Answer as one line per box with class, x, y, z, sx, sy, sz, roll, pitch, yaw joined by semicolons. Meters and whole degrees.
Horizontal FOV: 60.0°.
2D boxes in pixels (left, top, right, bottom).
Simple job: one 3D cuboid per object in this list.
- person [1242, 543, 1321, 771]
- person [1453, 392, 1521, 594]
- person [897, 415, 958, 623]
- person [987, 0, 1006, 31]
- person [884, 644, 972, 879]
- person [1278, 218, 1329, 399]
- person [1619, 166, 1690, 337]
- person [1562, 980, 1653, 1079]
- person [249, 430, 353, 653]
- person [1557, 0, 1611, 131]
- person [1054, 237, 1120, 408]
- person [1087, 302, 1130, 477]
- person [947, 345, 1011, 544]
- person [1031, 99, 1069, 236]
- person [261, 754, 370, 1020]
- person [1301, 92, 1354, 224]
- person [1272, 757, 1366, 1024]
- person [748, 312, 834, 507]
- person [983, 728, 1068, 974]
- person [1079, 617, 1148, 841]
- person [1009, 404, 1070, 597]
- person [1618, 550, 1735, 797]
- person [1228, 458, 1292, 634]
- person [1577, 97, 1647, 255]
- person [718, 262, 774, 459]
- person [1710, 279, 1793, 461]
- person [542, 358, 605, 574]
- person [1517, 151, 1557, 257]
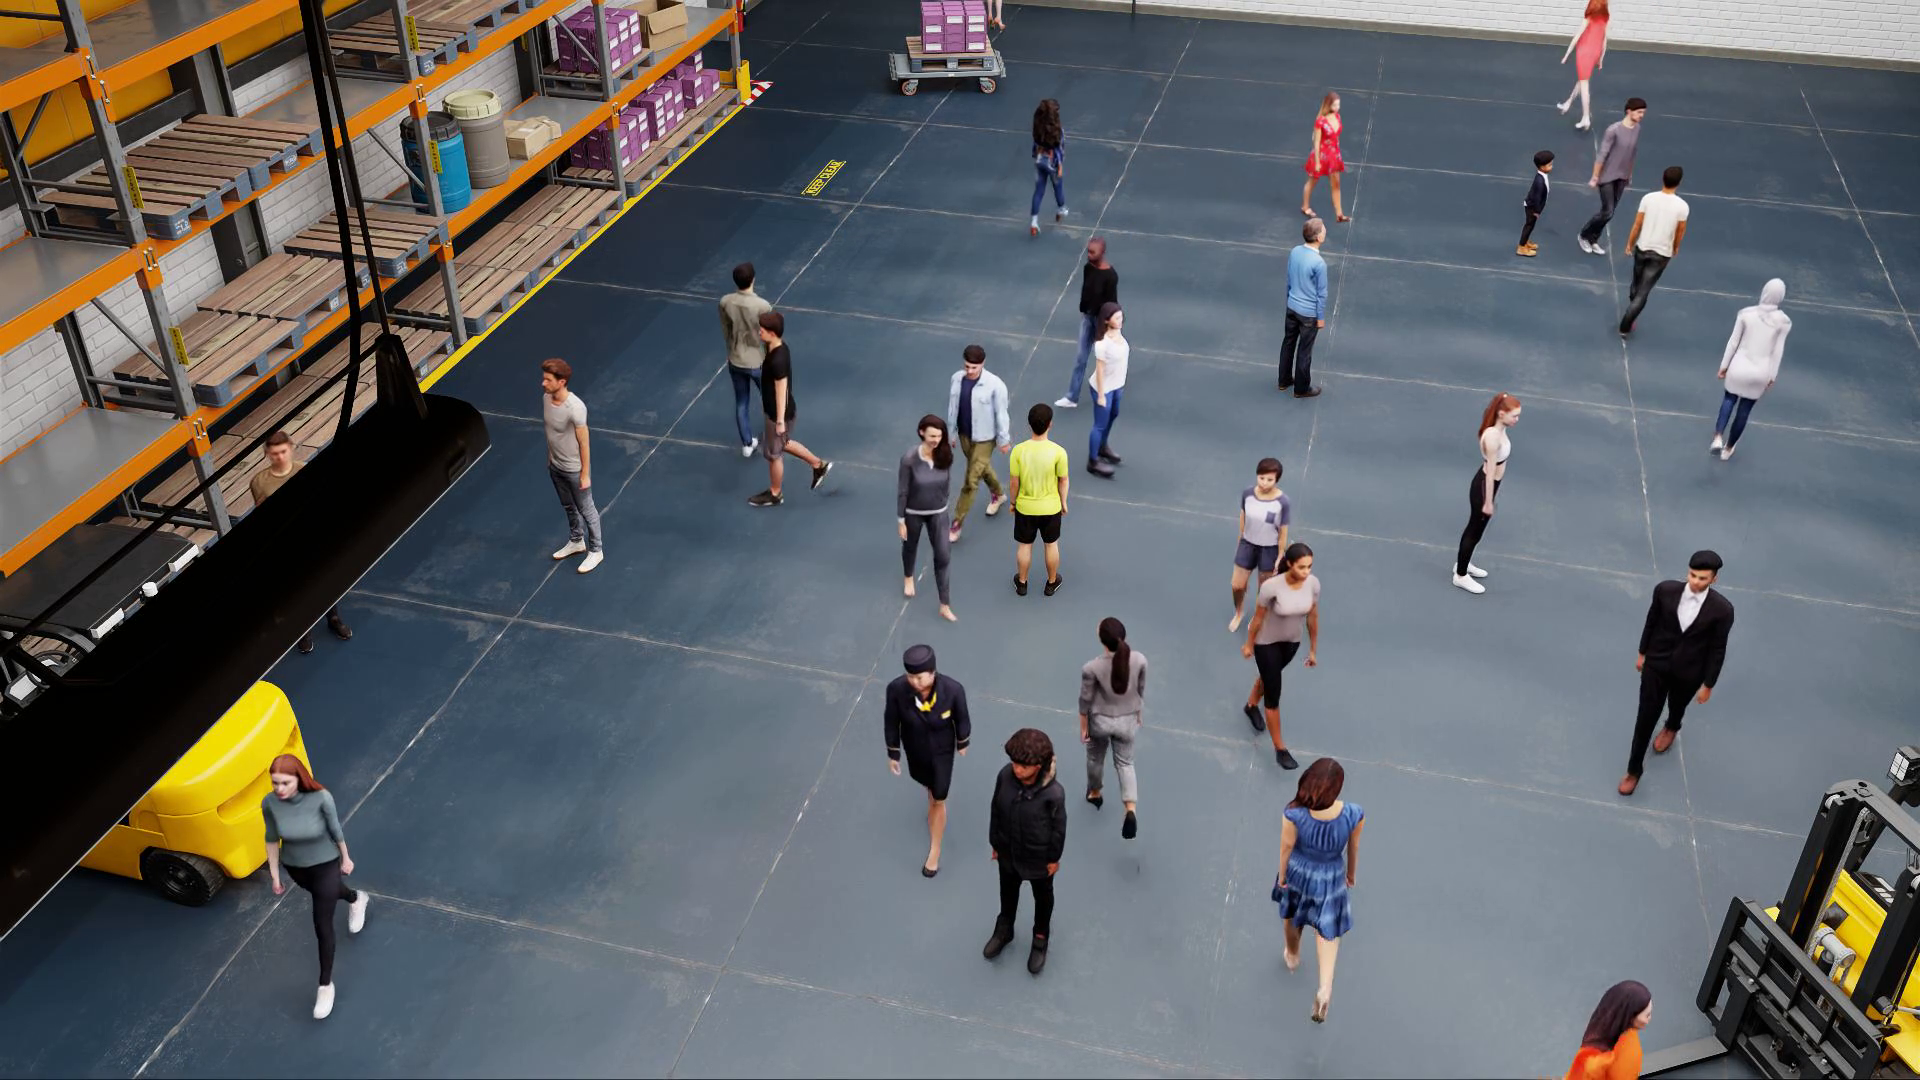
person;2.208;0.696;11.782;1.003;1.704;1.160;-10;35;-14
person;4.223;-0.402;13.391;0.670;1.752;0.496;13;36;19
person;-0.310;-0.255;13.206;1.006;1.710;1.139;-9;35;-13
person;0.568;-8.992;26.277;0.641;1.792;0.633;-27;42;-35
person;-0.198;1.315;10.925;0.775;1.622;1.094;4;34;7
person;3.339;-2.263;16.129;0.792;1.820;0.737;-19;38;-26
person;7.125;-2.947;17.206;0.950;1.767;1.157;25;41;33
person;3.137;2.840;8.530;0.803;1.733;0.866;-26;42;-33
person;-5.063;-0.021;12.727;0.729;1.851;0.807;-21;39;-28
person;8.507;-6.413;22.397;1.000;1.792;1.131;-13;36;-19
person;1.401;-2.103;15.994;1.228;1.703;1.012;-28;43;-35
person;1.297;-1.361;14.903;0.698;1.675;0.524;14;36;20
person;0.196;-0.900;14.133;1.014;1.760;1.272;23;40;30
person;0.996;-4.337;19.467;0.836;1.579;1.122;19;38;26
person;-3.847;1.910;9.958;0.804;1.702;1.230;0;34;0
person;4.282;-4.582;19.849;0.990;1.564;1.024;-20;39;-28
person;2.074;2.061;9.658;0.761;1.783;1.047;3;34;4
person;-1.480;-1.120;14.389;0.993;1.843;1.064;-6;34;-9
person;0.404;1.831;10.008;0.669;1.777;0.638;15;37;22
person;1.028;1.266;10.966;0.859;1.657;1.044;-6;34;-9
person;0.631;-0.309;13.289;0.655;1.708;0.581;3;34;5
person;4.968;0.834;11.448;1.001;1.844;1.284;23;40;30
person;2.368;0.013;12.946;0.598;1.552;0.622;14;36;20
person;7.384;-4.177;18.997;0.815;1.833;0.877;-15;37;-22
person;-1.956;-1.587;15.091;0.733;1.843;0.940;6;34;9
person;7.093;-1.472;14.989;0.745;1.764;0.827;20;39;27
person;-3.189;-0.635;13.609;0.731;1.898;0.707;24;41;32
person;6.608;-3.885;19.108;0.578;1.223;0.432;12;35;17
